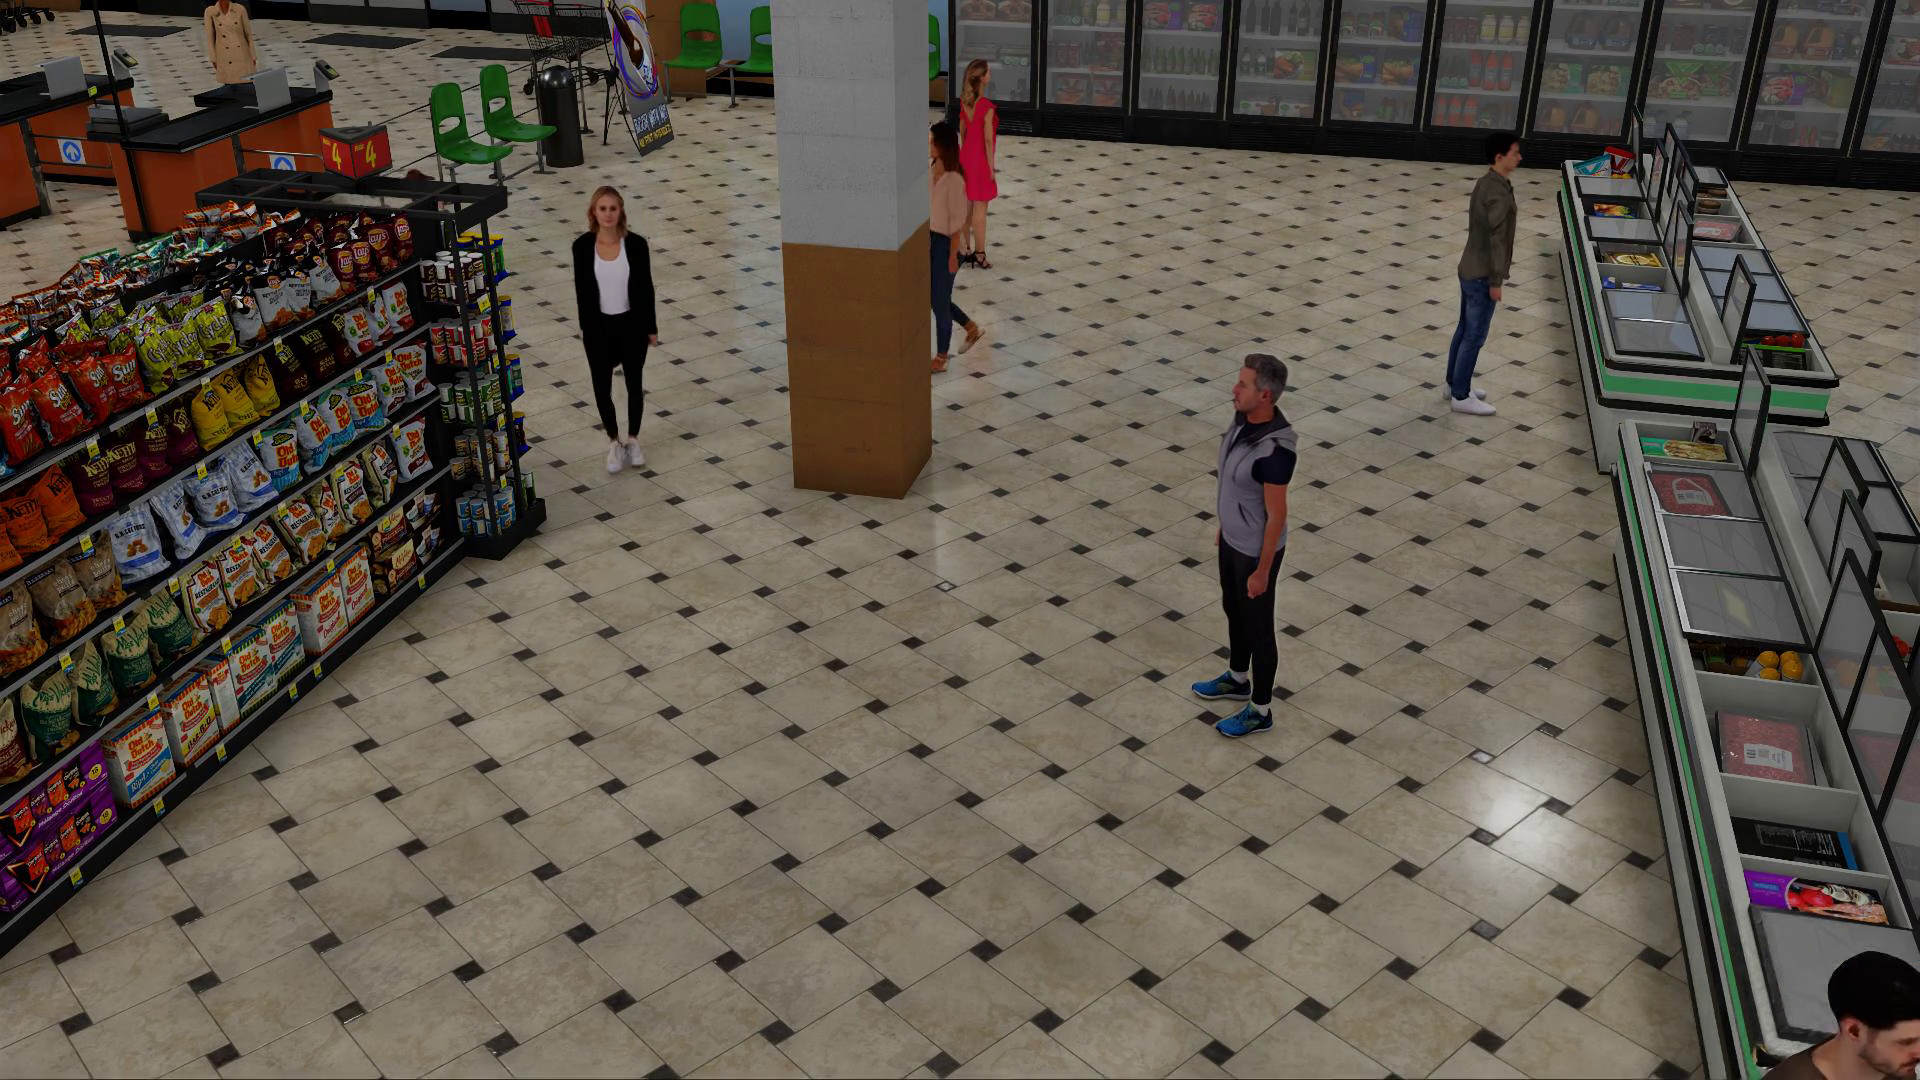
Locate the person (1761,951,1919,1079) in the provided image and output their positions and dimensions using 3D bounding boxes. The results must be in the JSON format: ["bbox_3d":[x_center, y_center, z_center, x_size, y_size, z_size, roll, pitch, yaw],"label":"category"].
[{"bbox_3d":[1.957,1.725,4.137,1.006,1.862,1.047,-17,31,-30],"label":"person"}]

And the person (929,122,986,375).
[{"bbox_3d":[-0.035,-2.032,11.632,0.898,1.782,0.861,-10,29,-19],"label":"person"}]

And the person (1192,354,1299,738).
[{"bbox_3d":[1.328,0.019,7.539,0.834,1.827,0.677,-5,27,-10],"label":"person"}]

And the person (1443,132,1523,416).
[{"bbox_3d":[3.452,-1.770,11.021,0.798,1.867,0.570,2,27,4],"label":"person"}]

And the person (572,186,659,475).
[{"bbox_3d":[-2.094,-1.295,10.178,0.742,1.783,0.779,-4,27,-8],"label":"person"}]

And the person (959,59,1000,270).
[{"bbox_3d":[0.130,-3.136,13.871,0.714,1.728,0.661,-16,31,-29],"label":"person"}]

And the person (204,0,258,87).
[{"bbox_3d":[-7.874,-5.223,18.036,0.707,1.682,0.733,-11,29,-20],"label":"person"}]

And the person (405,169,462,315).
[{"bbox_3d":[-3.352,-1.438,10.459,0.848,1.784,0.811,-9,28,-17],"label":"person"}]
